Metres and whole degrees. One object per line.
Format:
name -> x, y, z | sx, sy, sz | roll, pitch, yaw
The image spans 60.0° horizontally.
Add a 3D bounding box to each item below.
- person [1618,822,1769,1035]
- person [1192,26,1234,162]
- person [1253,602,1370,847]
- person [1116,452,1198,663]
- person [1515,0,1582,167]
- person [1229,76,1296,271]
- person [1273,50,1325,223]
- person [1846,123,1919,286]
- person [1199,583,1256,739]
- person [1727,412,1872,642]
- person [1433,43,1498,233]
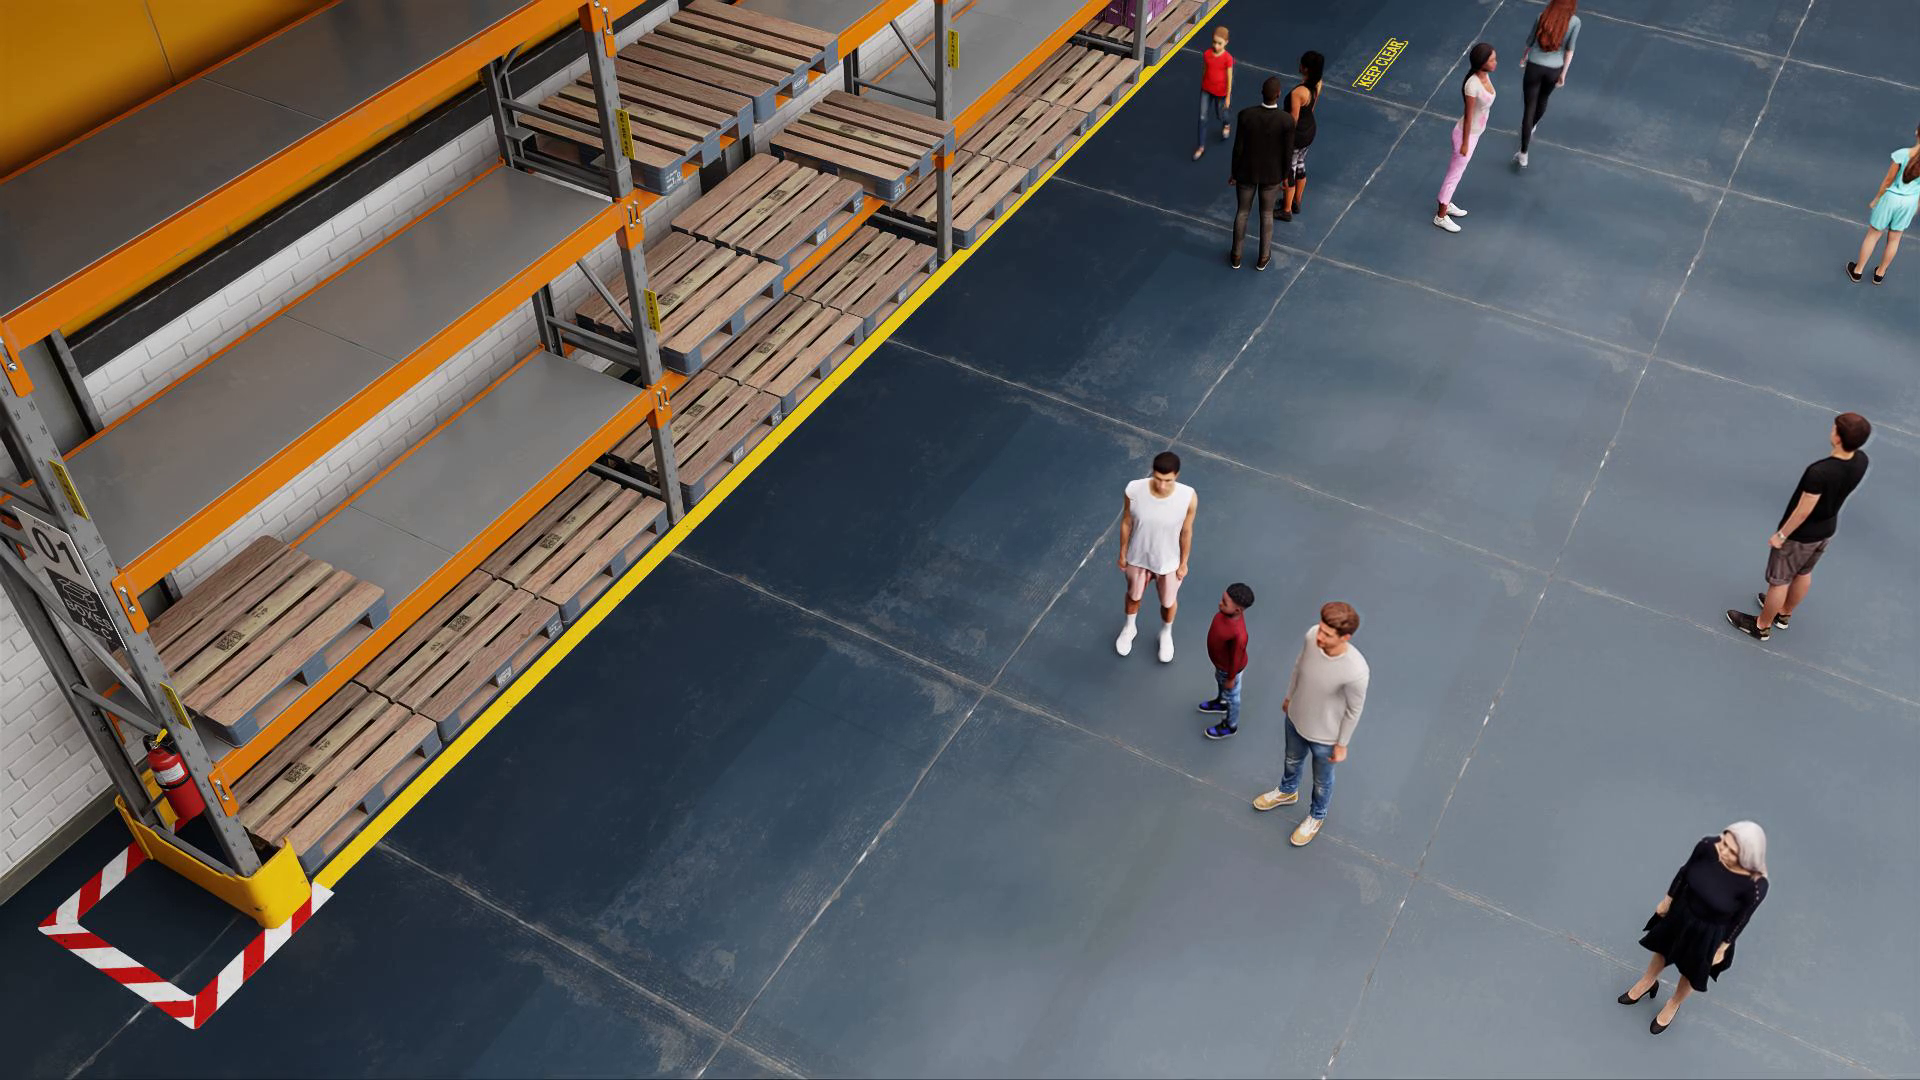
person -> 3.932, 2.065, 8.875 | 0.714, 1.746, 0.697 | -23, 48, -23
person -> 2.471, -4.313, 15.902 | 0.485, 1.287, 0.859 | 21, 48, 21
person -> 2.116, 1.060, 9.816 | 0.730, 1.903, 0.755 | -25, 49, -24
person -> 1.291, 0.079, 10.934 | 0.680, 1.782, 0.649 | 11, 45, 11
person -> 5.467, -4.354, 15.645 | 0.786, 1.702, 1.164 | 12, 45, 12
person -> 2.576, -3.148, 14.308 | 0.727, 1.800, 0.665 | 8, 44, 8
person -> 3.040, -3.642, 14.927 | 0.660, 1.660, 0.483 | 28, 50, 26
person -> 8.023, -2.900, 14.223 | 0.600, 1.558, 0.613 | 11, 45, 12
person -> 1.726, 0.747, 10.616 | 0.640, 1.253, 0.566 | -6, 44, -6
person -> 5.630, -0.082, 11.045 | 0.704, 1.861, 0.830 | -21, 47, -20
person -> 4.518, -3.611, 14.836 | 0.647, 1.741, 0.468 | 18, 47, 18
